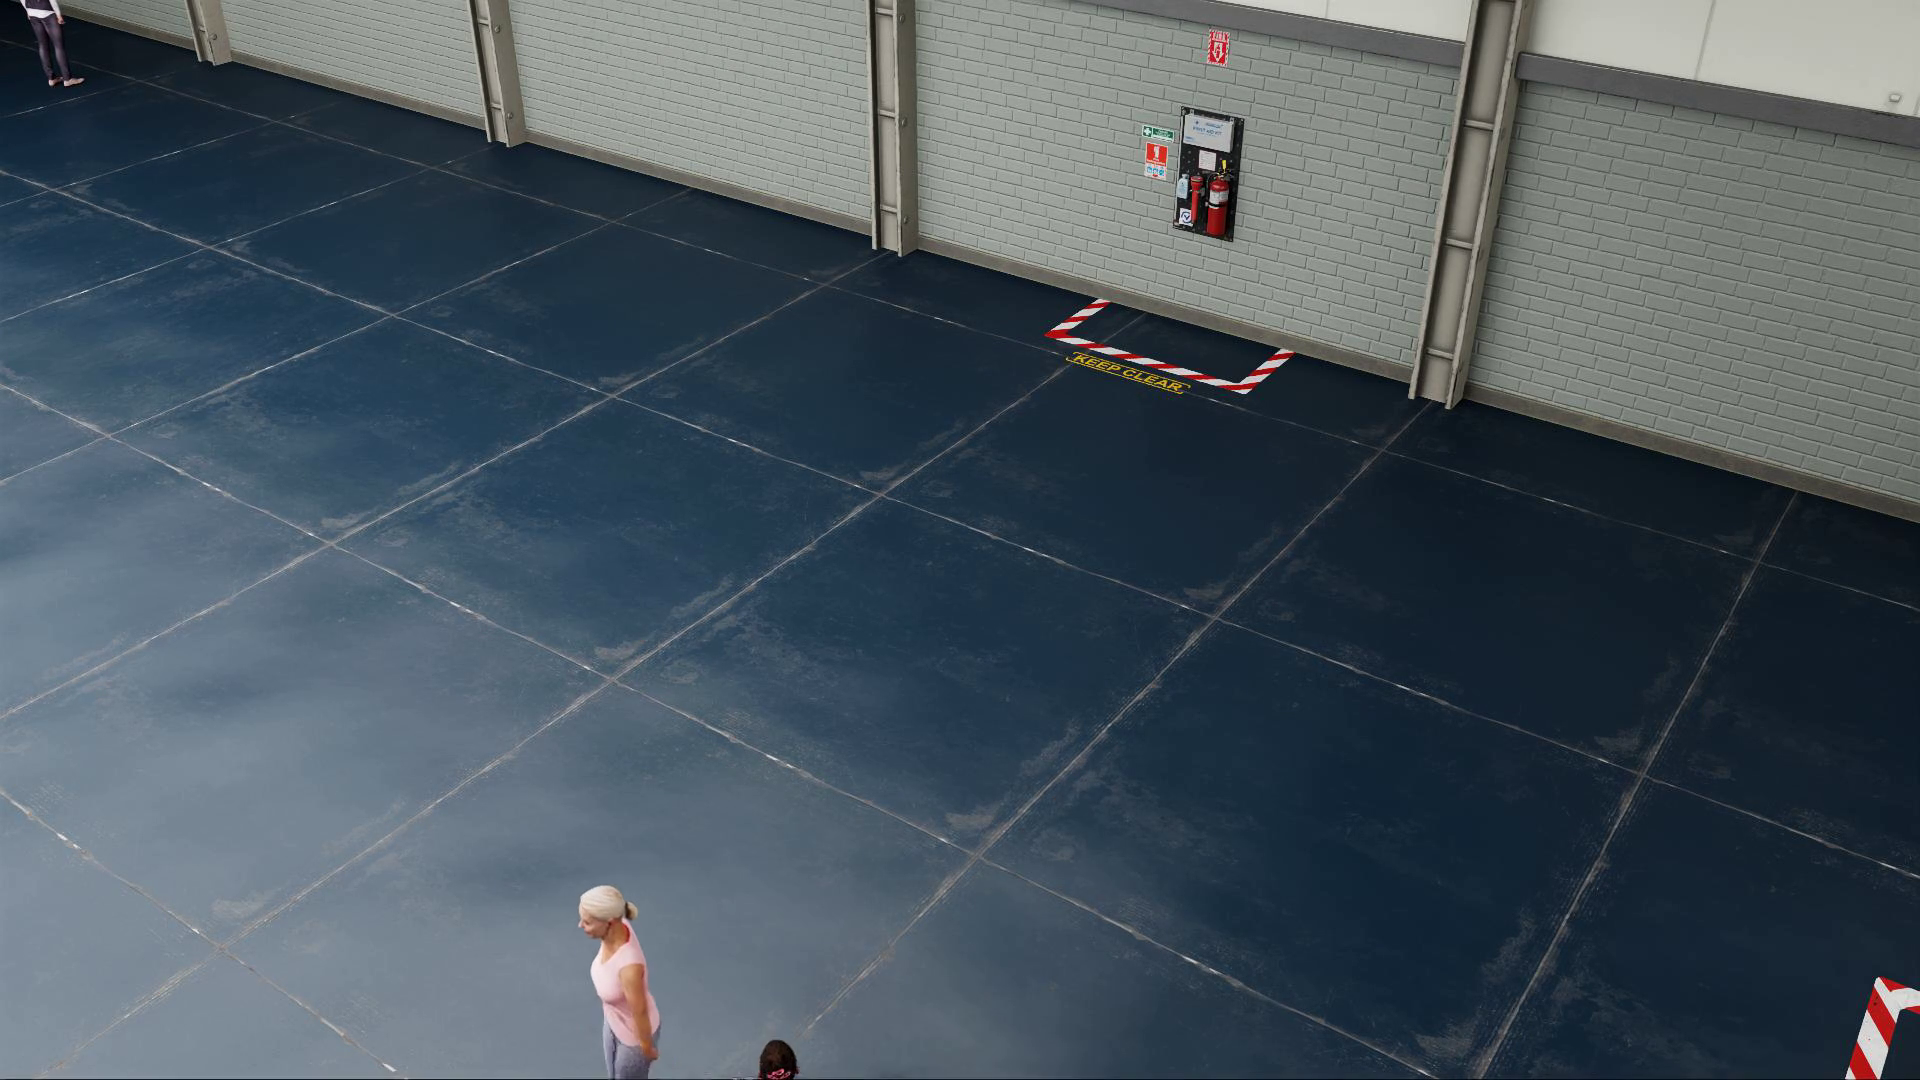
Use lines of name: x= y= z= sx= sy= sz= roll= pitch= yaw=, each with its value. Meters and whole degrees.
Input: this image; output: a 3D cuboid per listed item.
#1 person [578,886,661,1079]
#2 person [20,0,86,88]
person: x=-1.434 y=2.207 z=7.658 sx=0.878 sy=1.708 sz=0.895 roll=-12 pitch=34 yaw=-19
person: x=-12.153 y=-6.947 z=22.060 sx=0.681 sy=1.824 sz=0.831 roll=7 pitch=33 yaw=10
